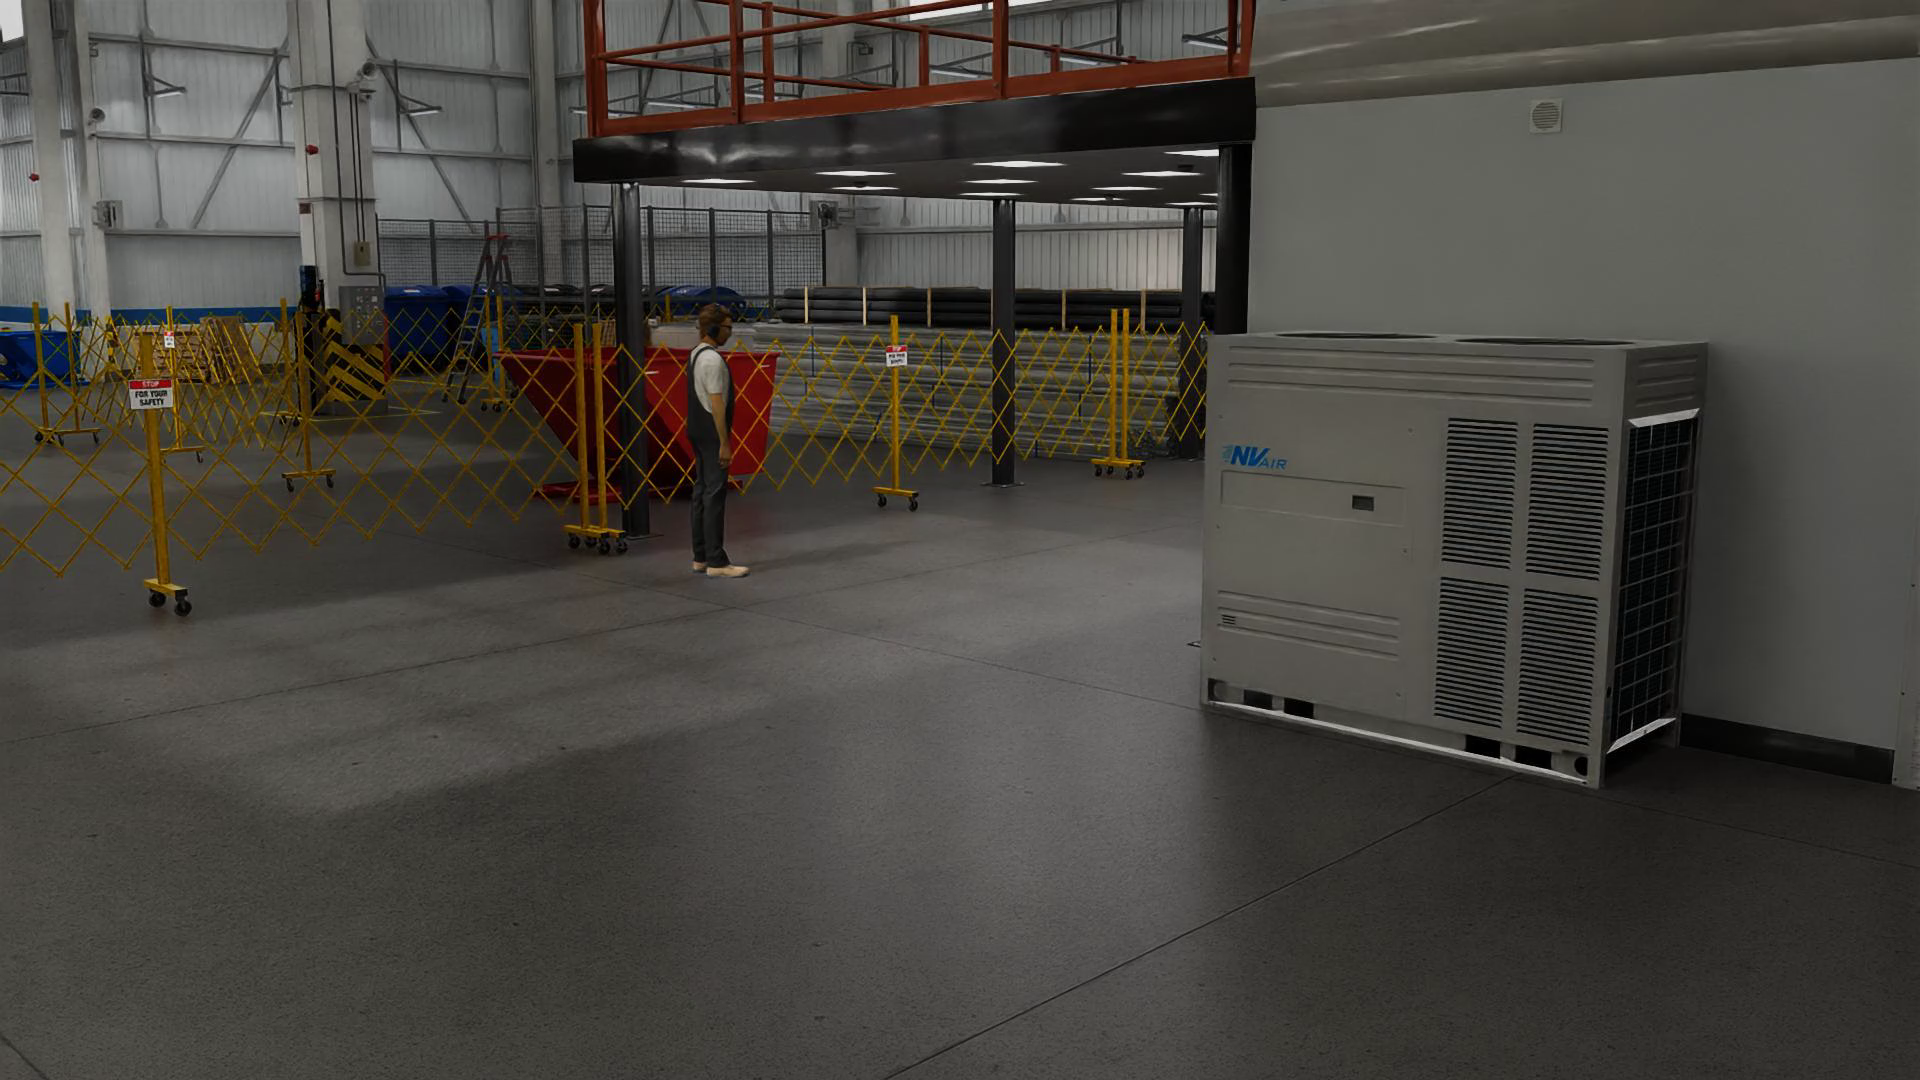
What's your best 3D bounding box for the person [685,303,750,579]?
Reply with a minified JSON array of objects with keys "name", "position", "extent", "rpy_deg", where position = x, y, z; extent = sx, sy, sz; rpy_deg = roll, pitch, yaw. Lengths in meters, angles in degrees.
[{"name":"person","position":[-1.654,-0.660,11.174],"extent":[0.346,1.842,0.506],"rpy_deg":[-5,10,-27]}]
